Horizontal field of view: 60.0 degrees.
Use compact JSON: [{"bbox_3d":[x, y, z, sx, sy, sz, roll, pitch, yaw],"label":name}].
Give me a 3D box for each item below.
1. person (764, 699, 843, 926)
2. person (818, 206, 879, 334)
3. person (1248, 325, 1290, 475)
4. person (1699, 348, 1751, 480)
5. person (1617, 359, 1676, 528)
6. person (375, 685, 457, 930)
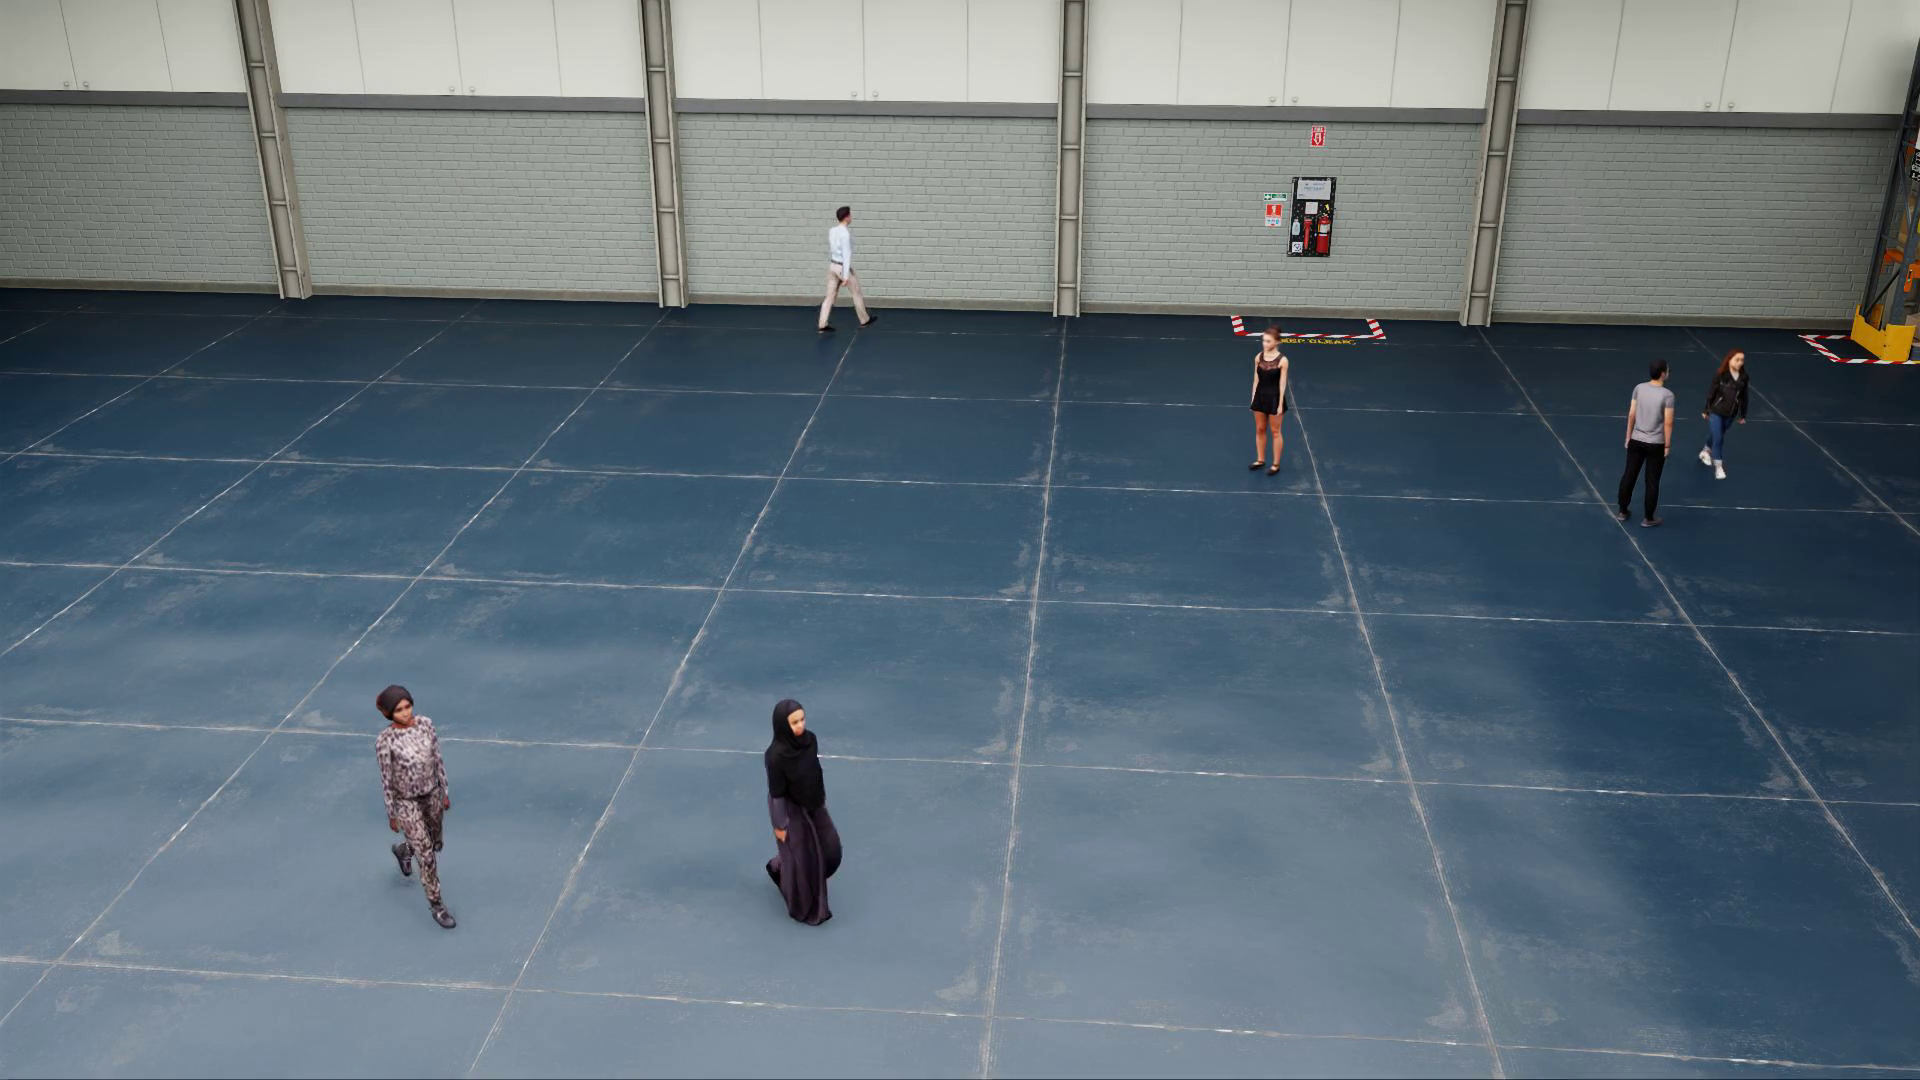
[{"bbox_3d":[-1.103,1.734,10.863,0.910,1.606,0.821,17,29,35],"label":"person"},{"bbox_3d":[-1.751,-3.770,23.568,1.217,1.792,1.230,-21,31,-40],"label":"person"},{"bbox_3d":[3.455,-1.568,18.534,0.670,1.679,0.749,19,30,38],"label":"person"},{"bbox_3d":[8.487,-1.448,18.558,0.931,1.440,0.681,0,23,0],"label":"person"},{"bbox_3d":[7.085,-1.014,17.135,0.769,1.754,0.702,-19,30,-38],"label":"person"},{"bbox_3d":[-3.571,1.692,10.848,1.069,1.695,0.957,21,31,41],"label":"person"}]
